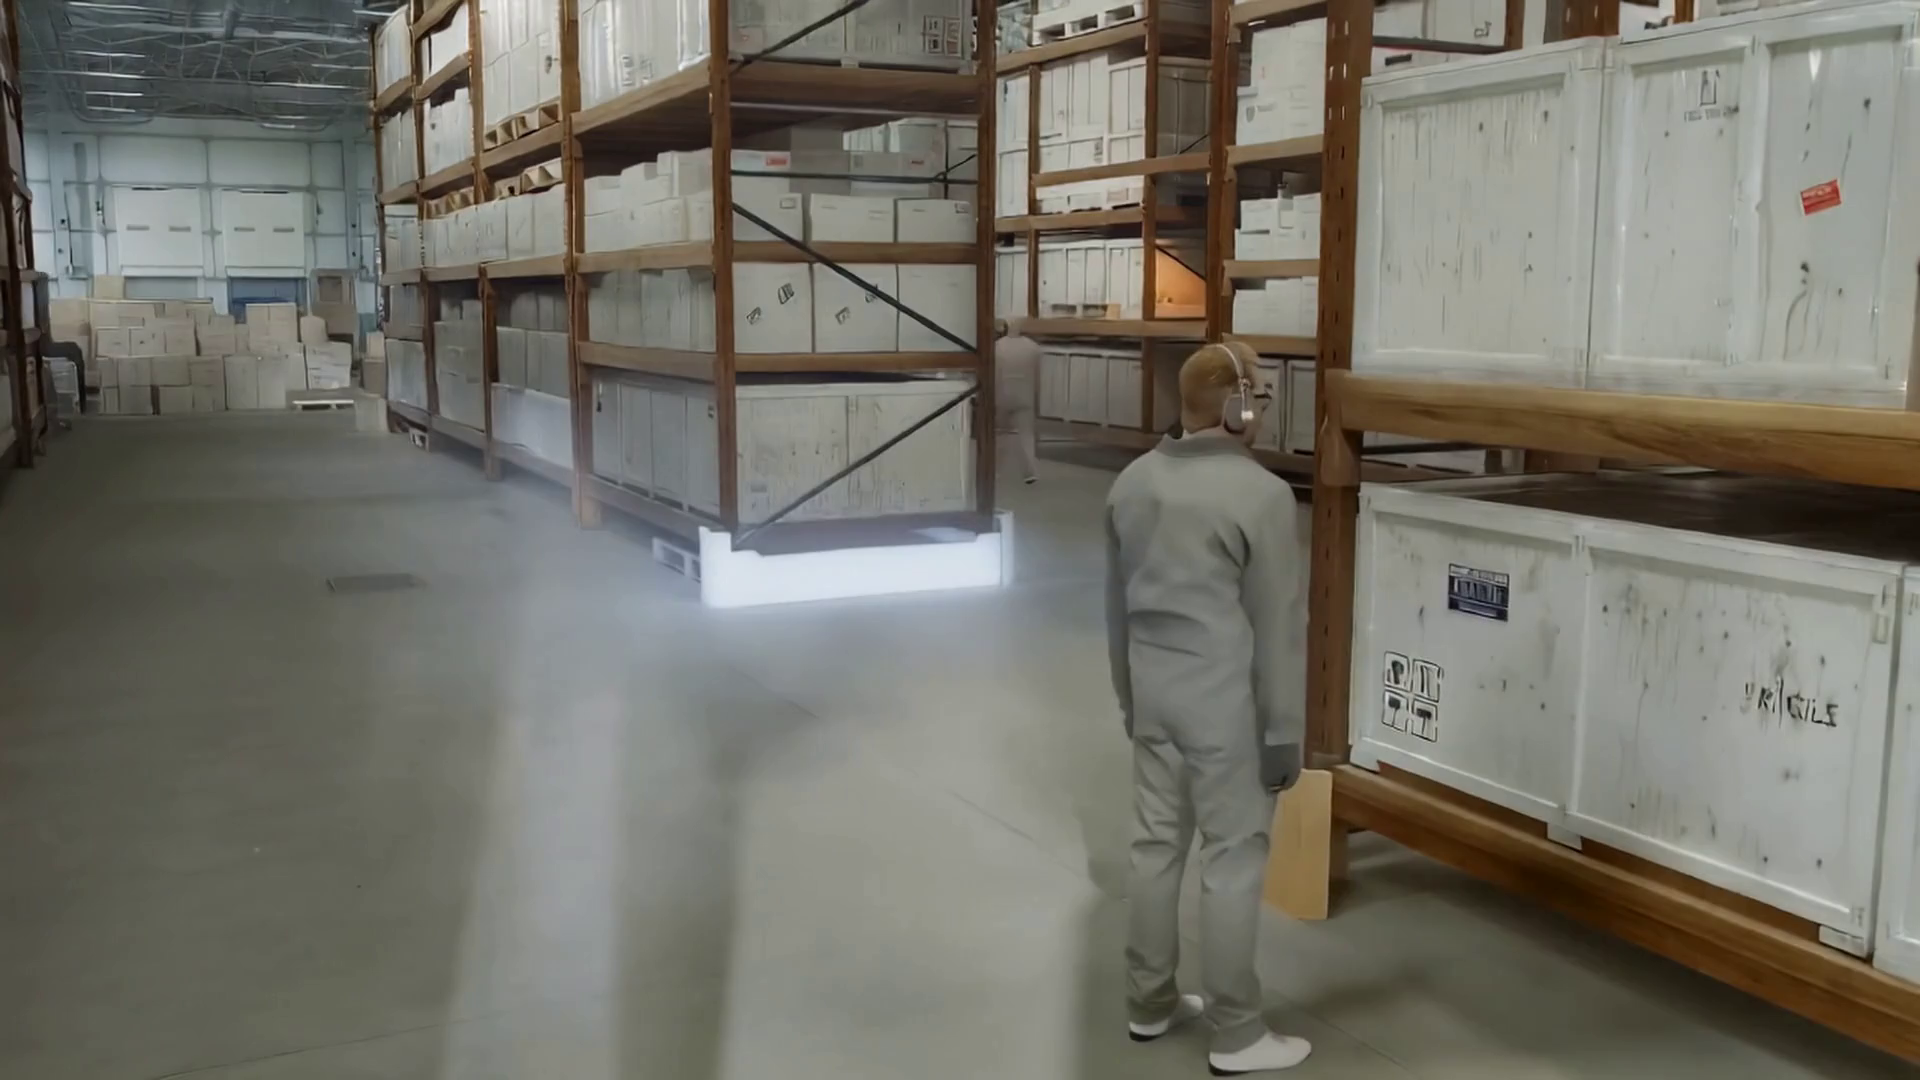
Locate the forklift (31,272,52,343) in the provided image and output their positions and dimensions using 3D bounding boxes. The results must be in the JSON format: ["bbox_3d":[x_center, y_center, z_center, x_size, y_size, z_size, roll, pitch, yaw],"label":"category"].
[{"bbox_3d":[-27.991,-6.737,50.544,1.873,2.768,1.129,1,8,5],"label":"forklift"}]

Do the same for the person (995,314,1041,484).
[{"bbox_3d":[0.591,-1.548,18.290,0.649,1.861,0.982,-3,9,-19],"label":"person"}]

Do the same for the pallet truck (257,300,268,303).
[{"bbox_3d":[-23.913,-7.404,58.171,1.885,1.965,0.823,-1,8,-9],"label":"pallet truck"}]

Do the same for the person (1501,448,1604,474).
[{"bbox_3d":[3.673,-0.483,10.388,0.621,2.023,0.859,5,10,33],"label":"person"}]

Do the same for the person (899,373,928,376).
[{"bbox_3d":[-0.511,-1.086,15.657,0.531,1.690,0.319,5,9,29],"label":"person"}]

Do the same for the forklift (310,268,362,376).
[{"bbox_3d":[-16.408,-5.712,43.475,1.129,2.768,1.873,-2,8,-11],"label":"forklift"}]

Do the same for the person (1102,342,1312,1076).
[{"bbox_3d":[0.671,0.437,4.414,0.399,1.909,0.642,-6,10,-37],"label":"person"}]
